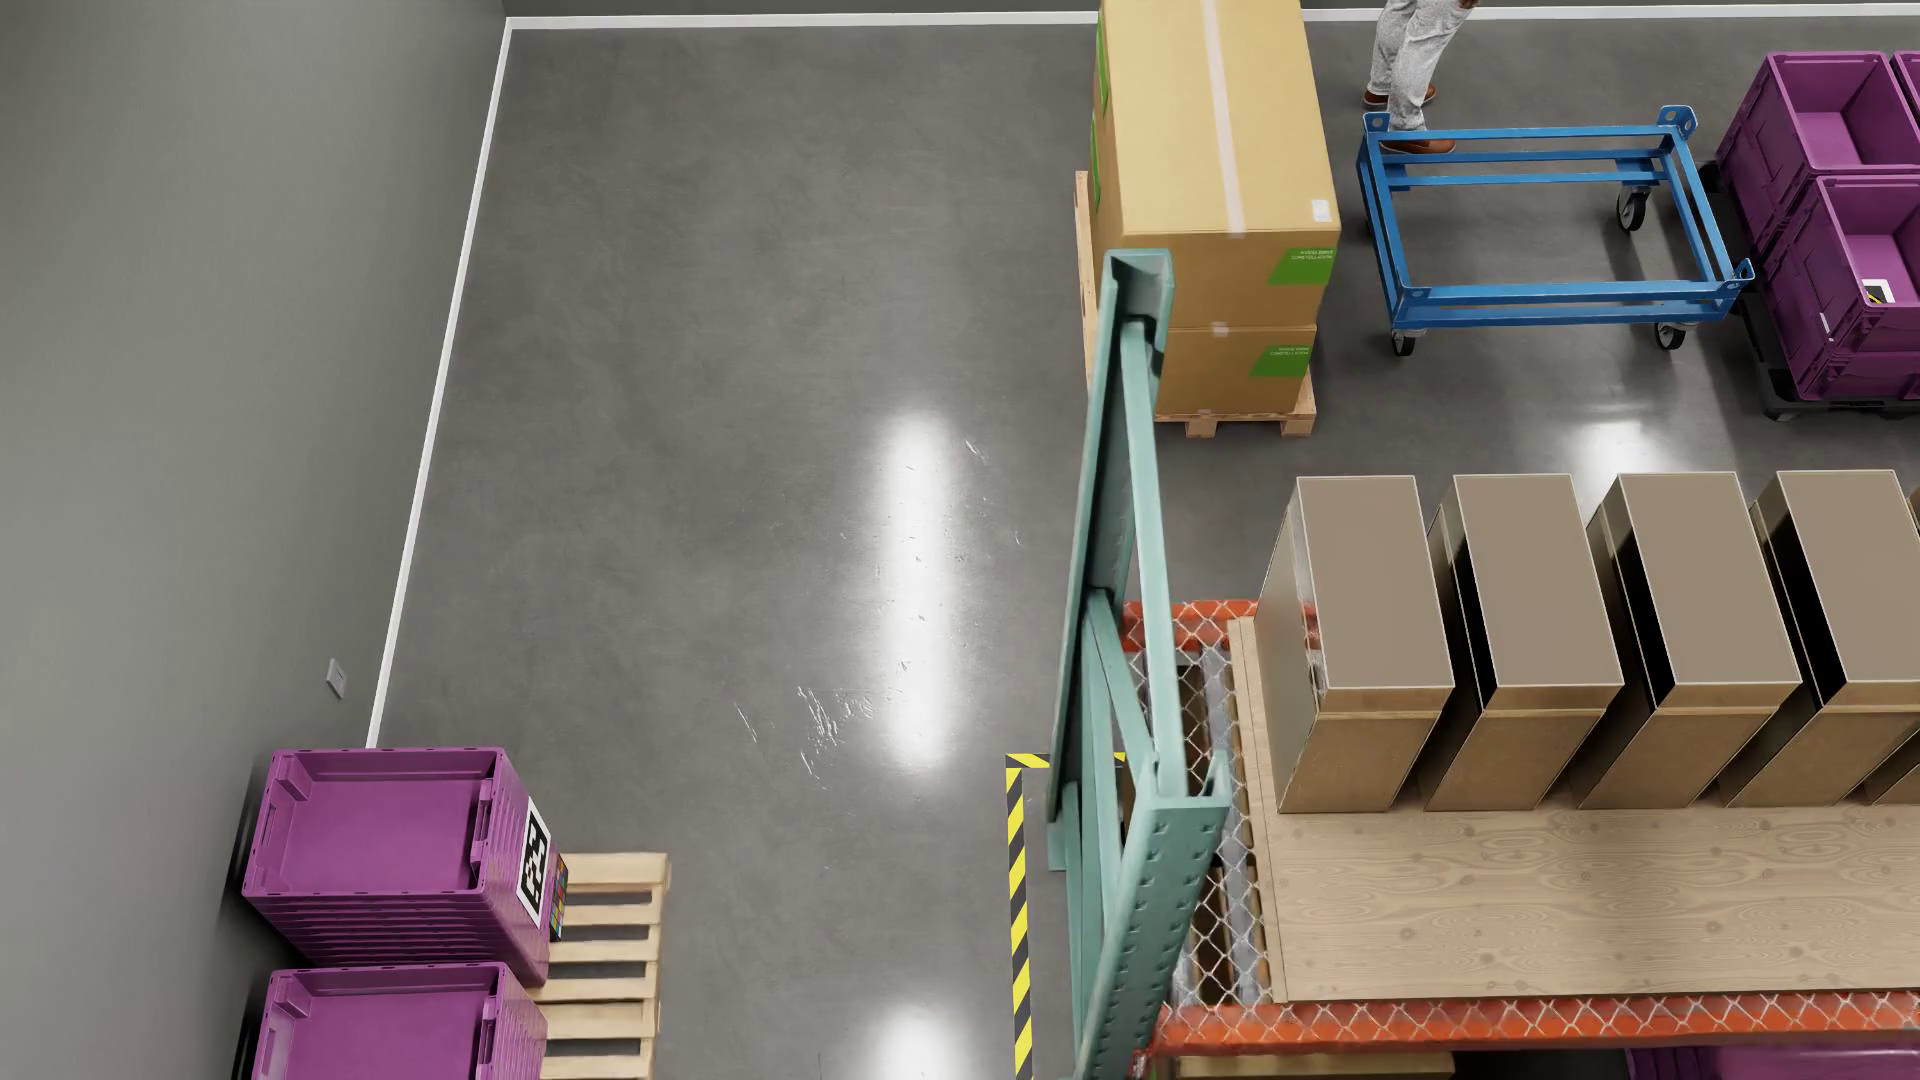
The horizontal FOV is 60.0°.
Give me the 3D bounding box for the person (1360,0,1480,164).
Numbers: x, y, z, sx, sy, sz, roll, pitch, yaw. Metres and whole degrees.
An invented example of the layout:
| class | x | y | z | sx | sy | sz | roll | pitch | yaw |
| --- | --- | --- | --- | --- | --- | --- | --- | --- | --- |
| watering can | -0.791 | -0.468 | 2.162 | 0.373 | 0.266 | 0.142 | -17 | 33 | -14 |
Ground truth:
| class | x | y | z | sx | sy | sz | roll | pitch | yaw |
| --- | --- | --- | --- | --- | --- | --- | --- | --- | --- |
| person | 1.821 | -2.244 | 6.079 | 0.372 | 1.940 | 0.627 | -2 | 58 | -2 |
